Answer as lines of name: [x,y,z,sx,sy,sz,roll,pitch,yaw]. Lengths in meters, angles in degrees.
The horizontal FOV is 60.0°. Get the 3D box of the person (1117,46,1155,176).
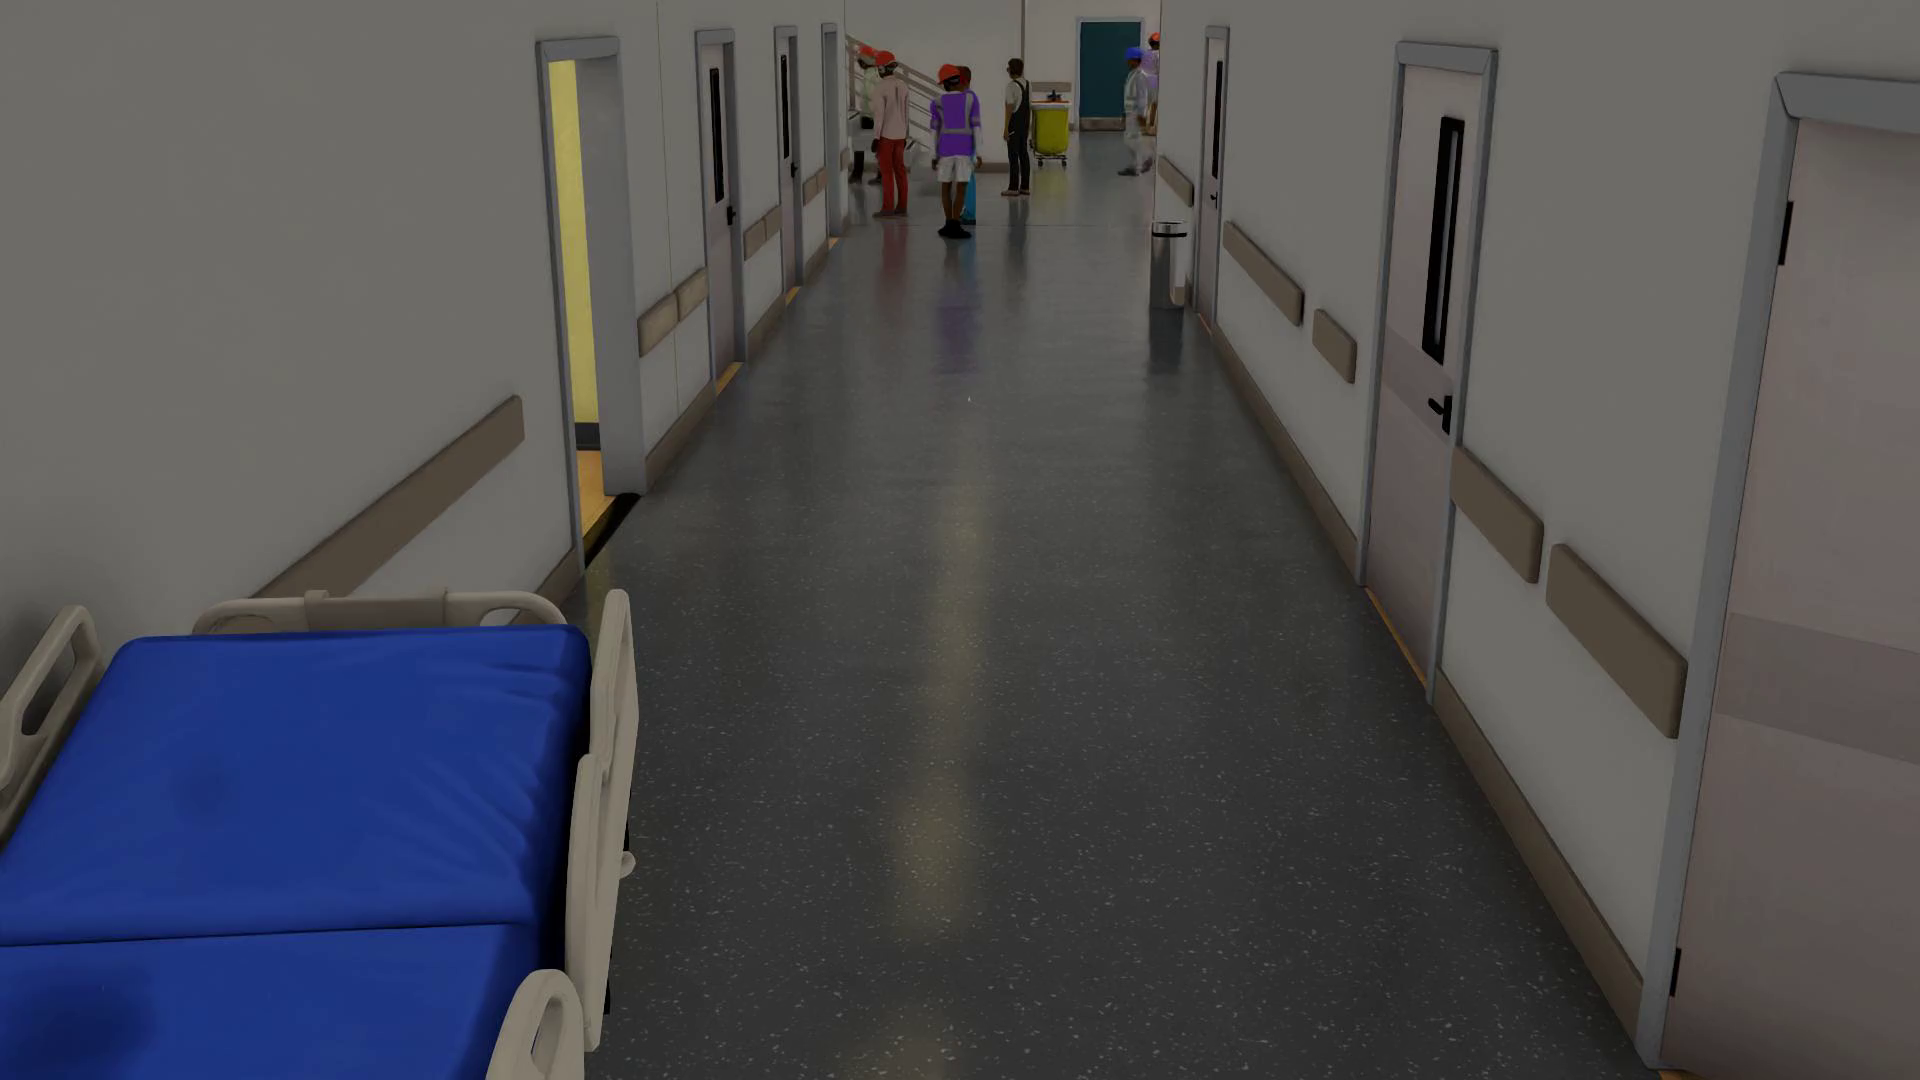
person: [2.683,-6.544,25.432,0.469,1.932,0.617,-2,18,-7]

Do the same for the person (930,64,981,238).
person: [-0.052,-4.319,18.513,0.576,1.894,0.576,1,18,4]

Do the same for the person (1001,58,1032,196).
person: [0.782,-5.631,22.719,0.339,1.839,0.513,15,23,39]

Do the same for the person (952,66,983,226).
person: [0.078,-4.662,19.686,0.392,1.837,0.560,0,18,0]

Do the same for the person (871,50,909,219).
person: [-0.870,-4.919,20.231,0.401,1.989,0.623,13,22,35]

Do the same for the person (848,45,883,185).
person: [-1.408,-6.149,24.140,0.800,1.970,0.610,3,18,10]

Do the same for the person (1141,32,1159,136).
person: [3.922,-9.233,33.729,0.410,2.036,0.610,-12,21,-32]
